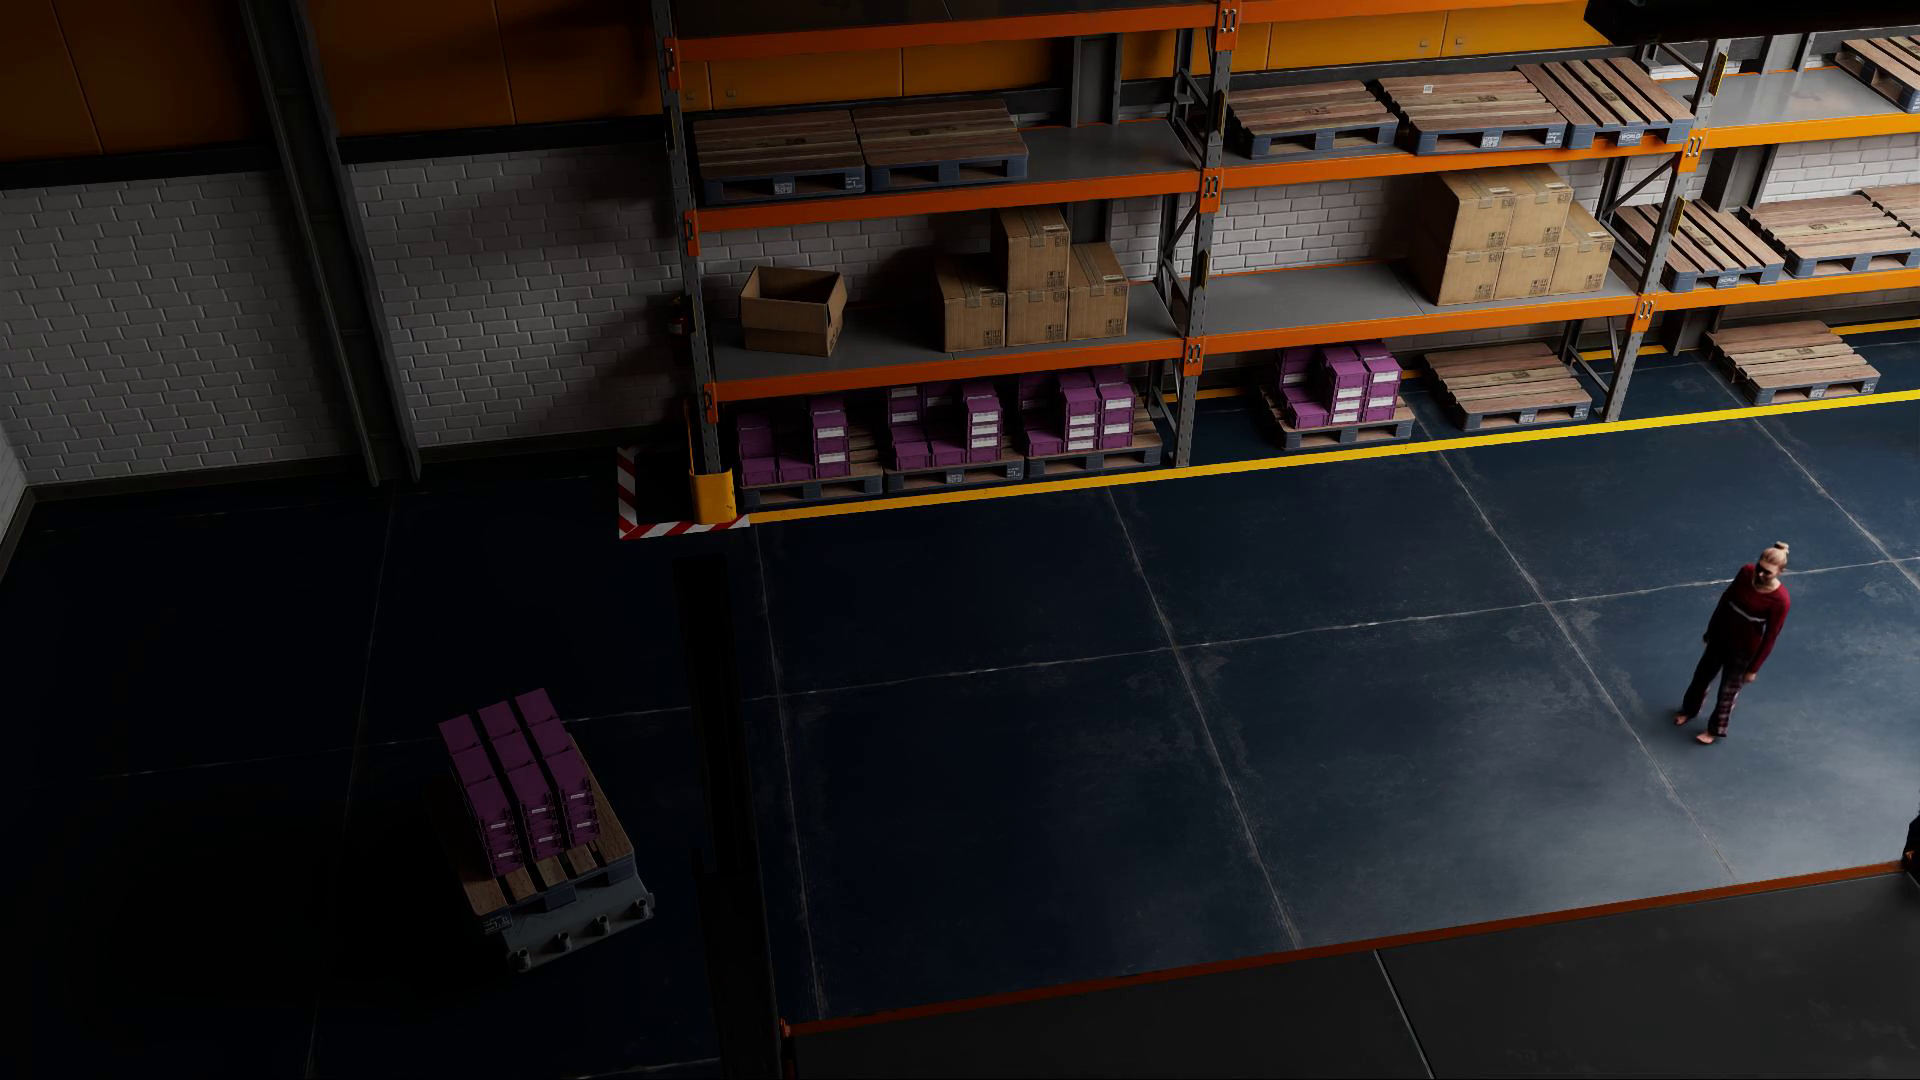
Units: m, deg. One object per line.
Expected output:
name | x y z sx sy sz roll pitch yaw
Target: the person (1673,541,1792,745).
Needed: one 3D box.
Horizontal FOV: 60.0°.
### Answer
person | 5.361 0.692 11.402 0.622 1.700 0.703 -17 42 -20
